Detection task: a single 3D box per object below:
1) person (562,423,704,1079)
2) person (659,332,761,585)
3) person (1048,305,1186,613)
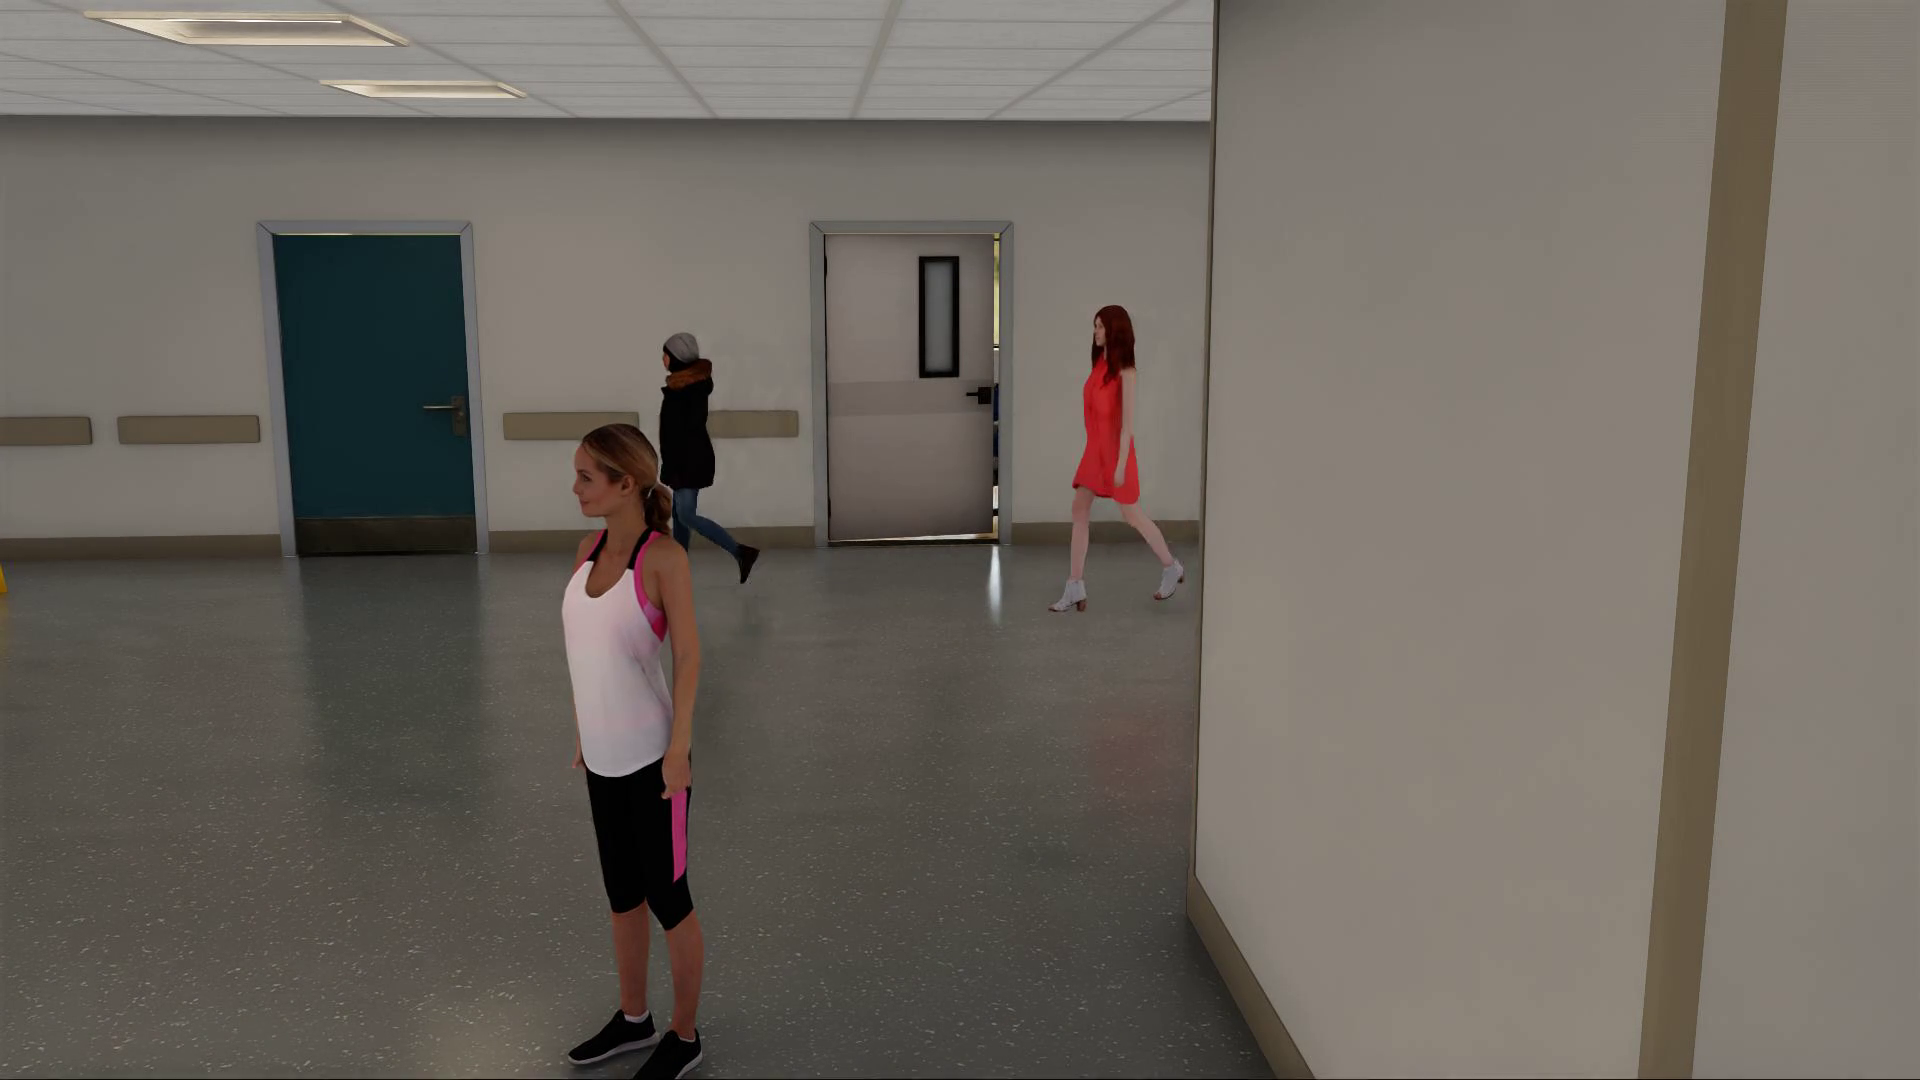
[{"bbox_3d":[-0.856,0.572,4.426,0.671,1.786,0.731,9,14,39],"label":"person"},{"bbox_3d":[-1.611,-0.462,10.337,1.011,1.614,0.716,1,11,5],"label":"person"},{"bbox_3d":[0.977,-0.441,9.755,1.193,1.790,0.861,-5,12,-24],"label":"person"}]
